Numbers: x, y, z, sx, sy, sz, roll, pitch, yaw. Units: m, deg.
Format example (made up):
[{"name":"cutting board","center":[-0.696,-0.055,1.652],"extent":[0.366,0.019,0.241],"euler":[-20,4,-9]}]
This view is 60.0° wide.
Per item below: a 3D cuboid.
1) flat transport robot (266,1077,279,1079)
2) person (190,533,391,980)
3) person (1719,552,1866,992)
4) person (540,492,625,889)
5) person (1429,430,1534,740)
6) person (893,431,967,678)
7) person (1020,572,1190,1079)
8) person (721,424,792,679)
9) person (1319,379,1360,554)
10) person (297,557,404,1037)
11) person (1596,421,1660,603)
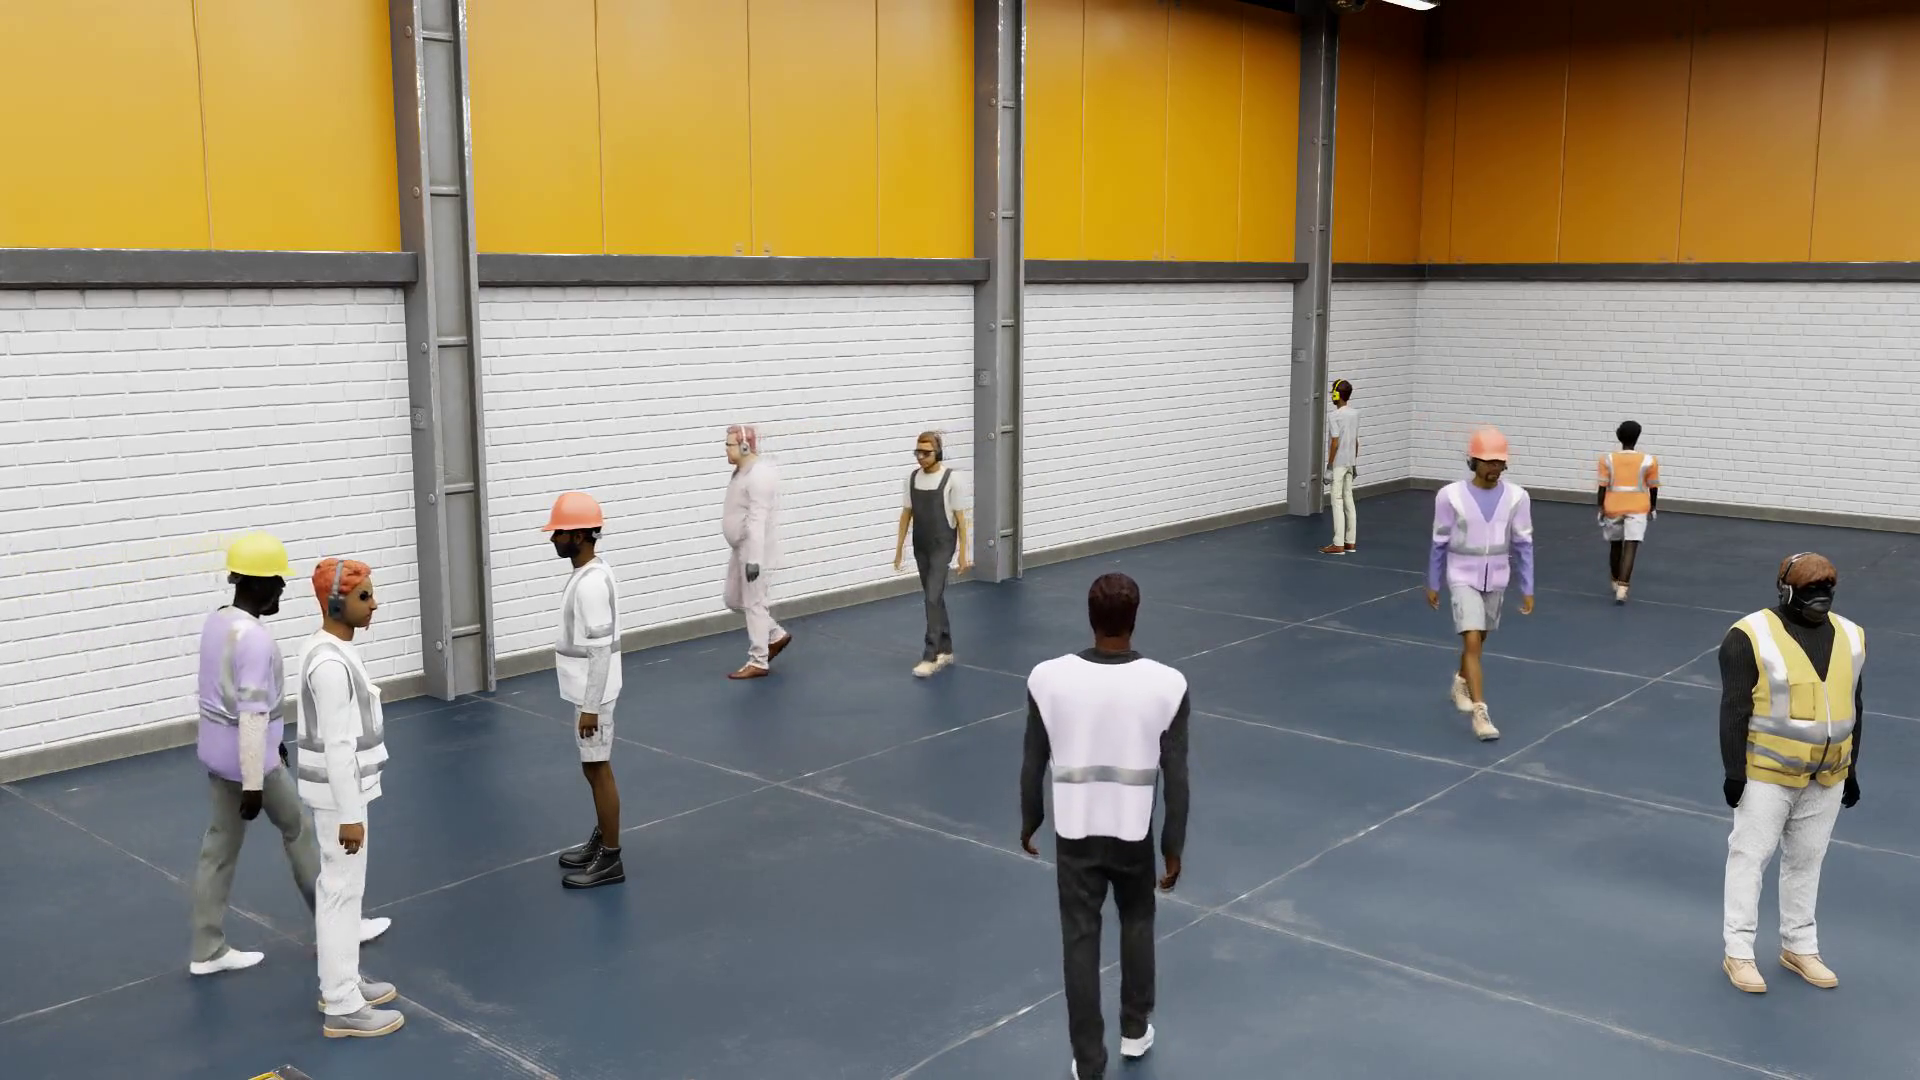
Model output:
[{"name":"flat transport robot","center":[-2.123,2.021,5.205],"extent":[1.431,0.197,0.652],"euler":[8,12,40]},{"name":"person","center":[-2.939,0.905,7.166],"extent":[0.921,1.884,0.610],"euler":[-9,13,-44]},{"name":"person","center":[3.476,0.962,6.942],"extent":[0.625,1.844,0.429],"euler":[-1,9,-8]},{"name":"person","center":[-1.835,0.727,8.117],"extent":[0.362,1.935,0.553],"euler":[-2,9,-14]},{"name":"person","center":[3.431,0.255,10.959],"extent":[0.628,1.987,1.068],"euler":[0,9,-2]},{"name":"person","center":[-0.269,0.102,12.407],"extent":[0.527,1.814,0.768],"euler":[6,11,33]},{"name":"person","center":[0.529,1.058,6.192],"extent":[0.614,1.894,0.711],"euler":[0,9,3]},{"name":"person","center":[-1.531,0.086,12.295],"extent":[0.459,1.894,0.659],"euler":[-4,10,-21]},{"name":"person","center":[4.070,-0.780,17.794],"extent":[0.535,1.868,0.309],"euler":[-8,12,-42]},{"name":"person","center":[-2.427,1.002,6.559],"extent":[0.337,1.880,0.584],"euler":[-4,10,-22]},{"name":"person","center":[6.110,-0.267,15.249],"extent":[0.533,1.654,0.887],"euler":[5,10,30]}]
